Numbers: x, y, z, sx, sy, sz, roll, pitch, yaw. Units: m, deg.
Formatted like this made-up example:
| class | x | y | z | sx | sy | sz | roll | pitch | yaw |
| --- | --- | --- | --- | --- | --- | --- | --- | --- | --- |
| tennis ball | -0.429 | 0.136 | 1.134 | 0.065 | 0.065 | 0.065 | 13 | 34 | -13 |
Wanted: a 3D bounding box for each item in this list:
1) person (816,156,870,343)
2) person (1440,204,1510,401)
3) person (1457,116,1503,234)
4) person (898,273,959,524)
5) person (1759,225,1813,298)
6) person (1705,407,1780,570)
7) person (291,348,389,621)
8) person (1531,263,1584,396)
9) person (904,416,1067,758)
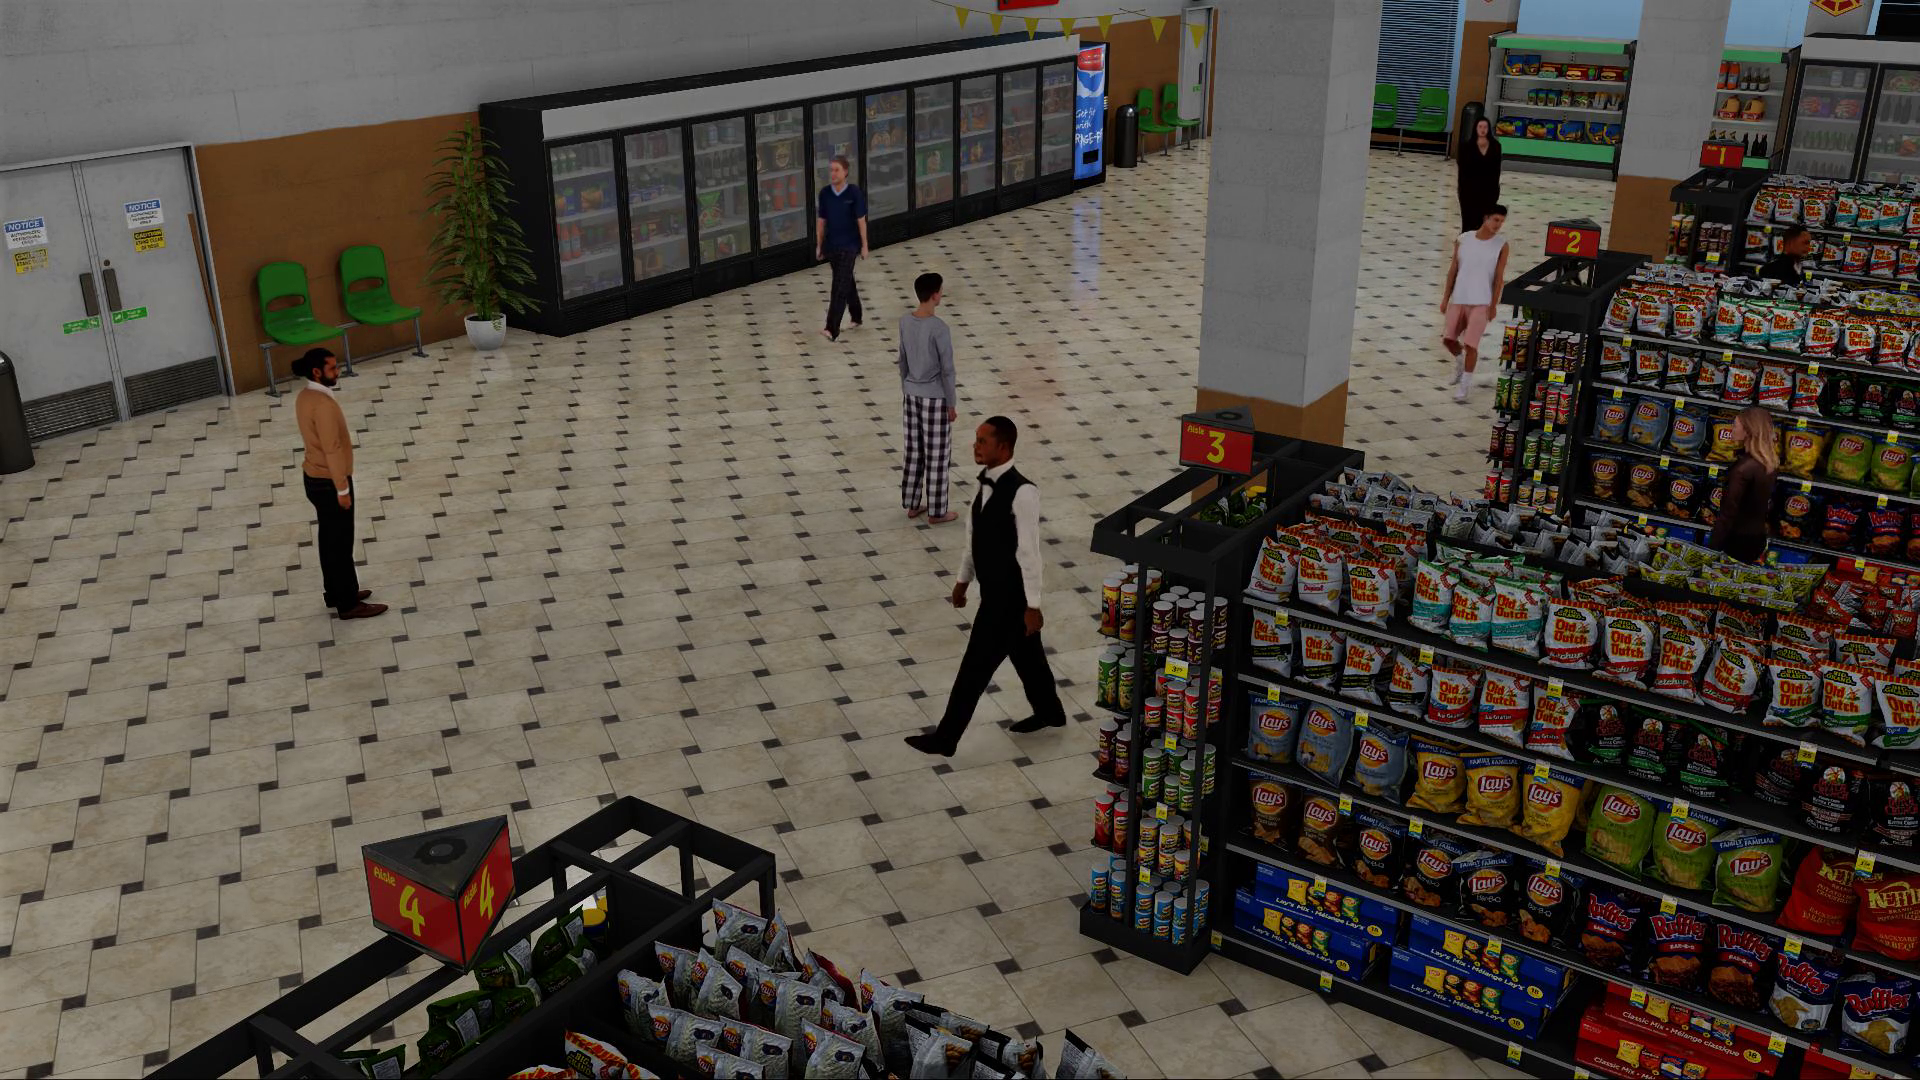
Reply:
| class | x | y | z | sx | sy | sz | roll | pitch | yaw |
| --- | --- | --- | --- | --- | --- | --- | --- | --- | --- |
| person | -1.160 | -2.957 | 16.941 | 1.165 | 1.816 | 0.853 | 11 | 24 | 25 |
| person | 4.662 | -2.156 | 15.027 | 0.759 | 1.755 | 0.737 | 18 | 28 | 37 |
| person | 6.328 | -4.300 | 20.380 | 0.865 | 1.743 | 0.916 | 2 | 22 | 4 |
| person | -0.240 | -1.033 | 12.110 | 0.480 | 1.847 | 0.701 | 17 | 27 | 35 |
| person | 6.503 | -1.634 | 13.572 | 1.108 | 1.872 | 0.786 | 19 | 29 | 39 |
| person | 4.563 | 0.070 | 9.576 | 0.622 | 1.690 | 0.662 | 20 | 29 | 40 |
| person | -4.006 | -0.362 | 10.569 | 0.796 | 1.751 | 0.663 | -14 | 26 | -31 |
| person | 5.214 | -1.907 | 14.569 | 0.531 | 1.636 | 0.615 | 14 | 26 | 31 |
| person | 0.330 | 0.258 | 8.872 | 1.219 | 1.867 | 1.293 | -9 | 24 | -21 |
